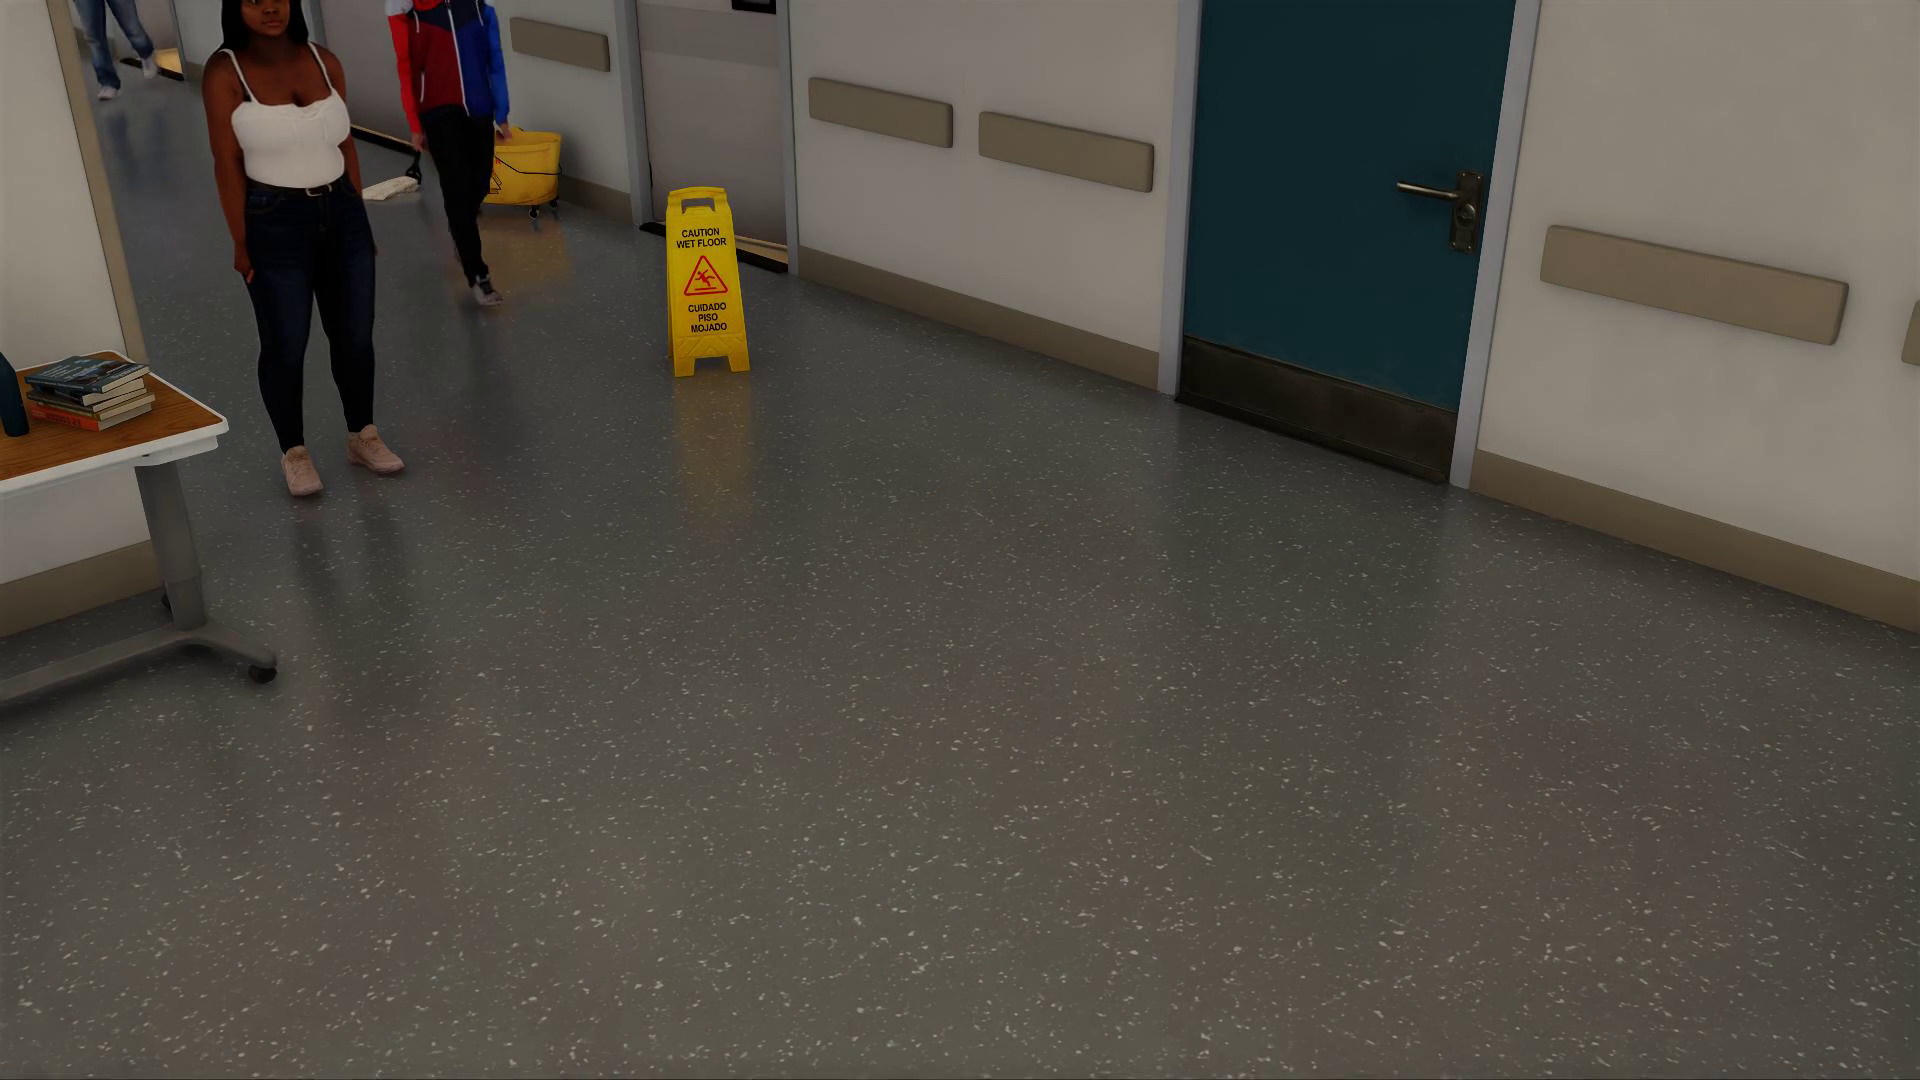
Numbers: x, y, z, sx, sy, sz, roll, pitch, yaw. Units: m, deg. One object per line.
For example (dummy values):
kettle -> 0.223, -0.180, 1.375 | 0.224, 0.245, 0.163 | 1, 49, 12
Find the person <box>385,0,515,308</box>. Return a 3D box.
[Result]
person -> -2.358, -1.999, 7.713 | 0.803, 1.727, 1.183 | -16, 30, -30

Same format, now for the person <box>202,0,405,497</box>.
person -> -2.243, -1.051, 5.654 | 0.641, 1.809, 0.590 | -22, 33, -38

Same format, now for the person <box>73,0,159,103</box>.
person -> -6.241, -4.158, 12.115 | 1.028, 1.793, 1.170 | -4, 26, -8
